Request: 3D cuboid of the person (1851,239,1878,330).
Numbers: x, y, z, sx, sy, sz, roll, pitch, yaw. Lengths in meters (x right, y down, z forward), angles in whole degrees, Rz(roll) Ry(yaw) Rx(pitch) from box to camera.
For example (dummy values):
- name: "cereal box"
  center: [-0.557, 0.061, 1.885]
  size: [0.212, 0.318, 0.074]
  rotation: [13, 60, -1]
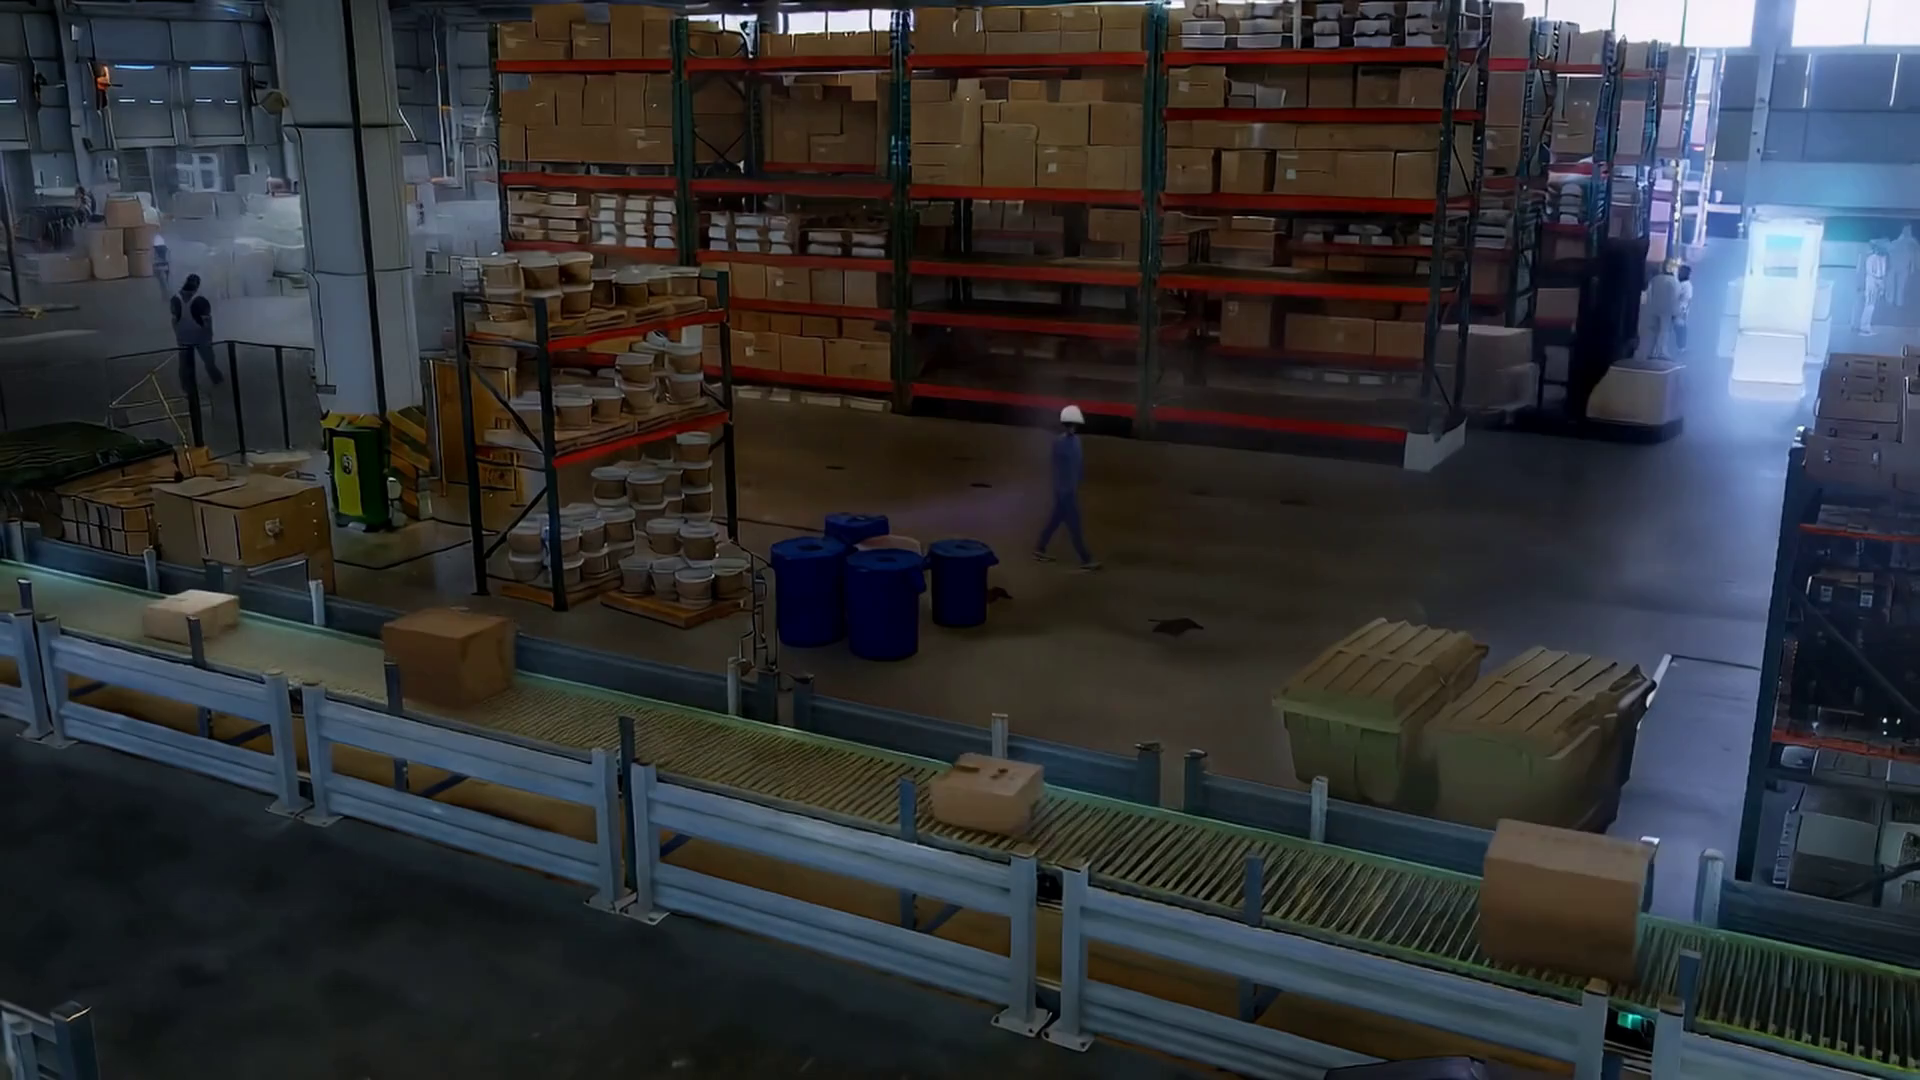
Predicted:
- name: "person"
  center: [19.321, -5.445, 35.449]
  size: [0.638, 1.902, 0.407]
  rotation: [-12, 19, -39]

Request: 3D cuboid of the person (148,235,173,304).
- name: "person"
  center: [-19.233, -6.506, 39.974]
  size: [0.740, 1.608, 0.531]
  rotation: [14, 21, 43]

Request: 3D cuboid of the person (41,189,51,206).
- name: "person"
  center: [-32.815, -11.793, 59.812]
  size: [0.533, 1.636, 0.913]
  rotation: [12, 19, 39]

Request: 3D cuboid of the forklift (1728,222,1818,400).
- name: "forklift"
  center: [13.527, -3.846, 27.558]
  size: [1.129, 2.768, 1.873]
  rotation: [8, 17, 27]

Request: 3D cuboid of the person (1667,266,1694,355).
- name: "person"
  center: [13.855, -4.404, 31.932]
  size: [0.318, 1.691, 0.536]
  rotation: [0, 15, -2]

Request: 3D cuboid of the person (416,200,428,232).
- name: "person"
  center: [-17.237, -10.096, 53.446]
  size: [0.538, 1.621, 0.401]
  rotation: [8, 17, 26]

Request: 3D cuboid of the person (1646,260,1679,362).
- name: "person"
  center: [13.180, -4.289, 31.110]
  size: [0.399, 1.900, 0.645]
  rotation: [-5, 16, -19]

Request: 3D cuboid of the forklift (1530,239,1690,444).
- name: "forklift"
  center: [9.514, -2.923, 24.088]
  size: [1.873, 2.768, 1.129]
  rotation: [14, 20, 42]

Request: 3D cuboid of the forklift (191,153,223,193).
- name: "forklift"
  center: [-27.852, -12.924, 61.684]
  size: [1.873, 2.768, 1.129]
  rotation: [8, 17, 28]

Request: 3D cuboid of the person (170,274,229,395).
- name: "person"
  center: [-12.755, -3.480, 27.789]
  size: [0.691, 2.000, 1.018]
  rotation: [0, 15, -2]

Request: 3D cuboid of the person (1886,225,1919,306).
- name: "person"
  center: [22.428, -6.555, 39.645]
  size: [0.651, 1.886, 0.686]
  rotation: [9, 17, 30]

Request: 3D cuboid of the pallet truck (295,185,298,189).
- name: "pallet truck"
  center: [-26.804, -14.617, 69.738]
  size: [1.885, 1.965, 0.823]
  rotation: [-14, 20, -42]

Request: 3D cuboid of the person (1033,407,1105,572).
- name: "person"
  center: [1.125, -0.554, 17.406]
  size: [0.912, 1.722, 0.539]
  rotation: [9, 17, 31]

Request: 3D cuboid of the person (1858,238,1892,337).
- name: "person"
  center: [18.914, -5.213, 34.335]
  size: [0.602, 2.036, 0.408]
  rotation: [-14, 20, -41]
